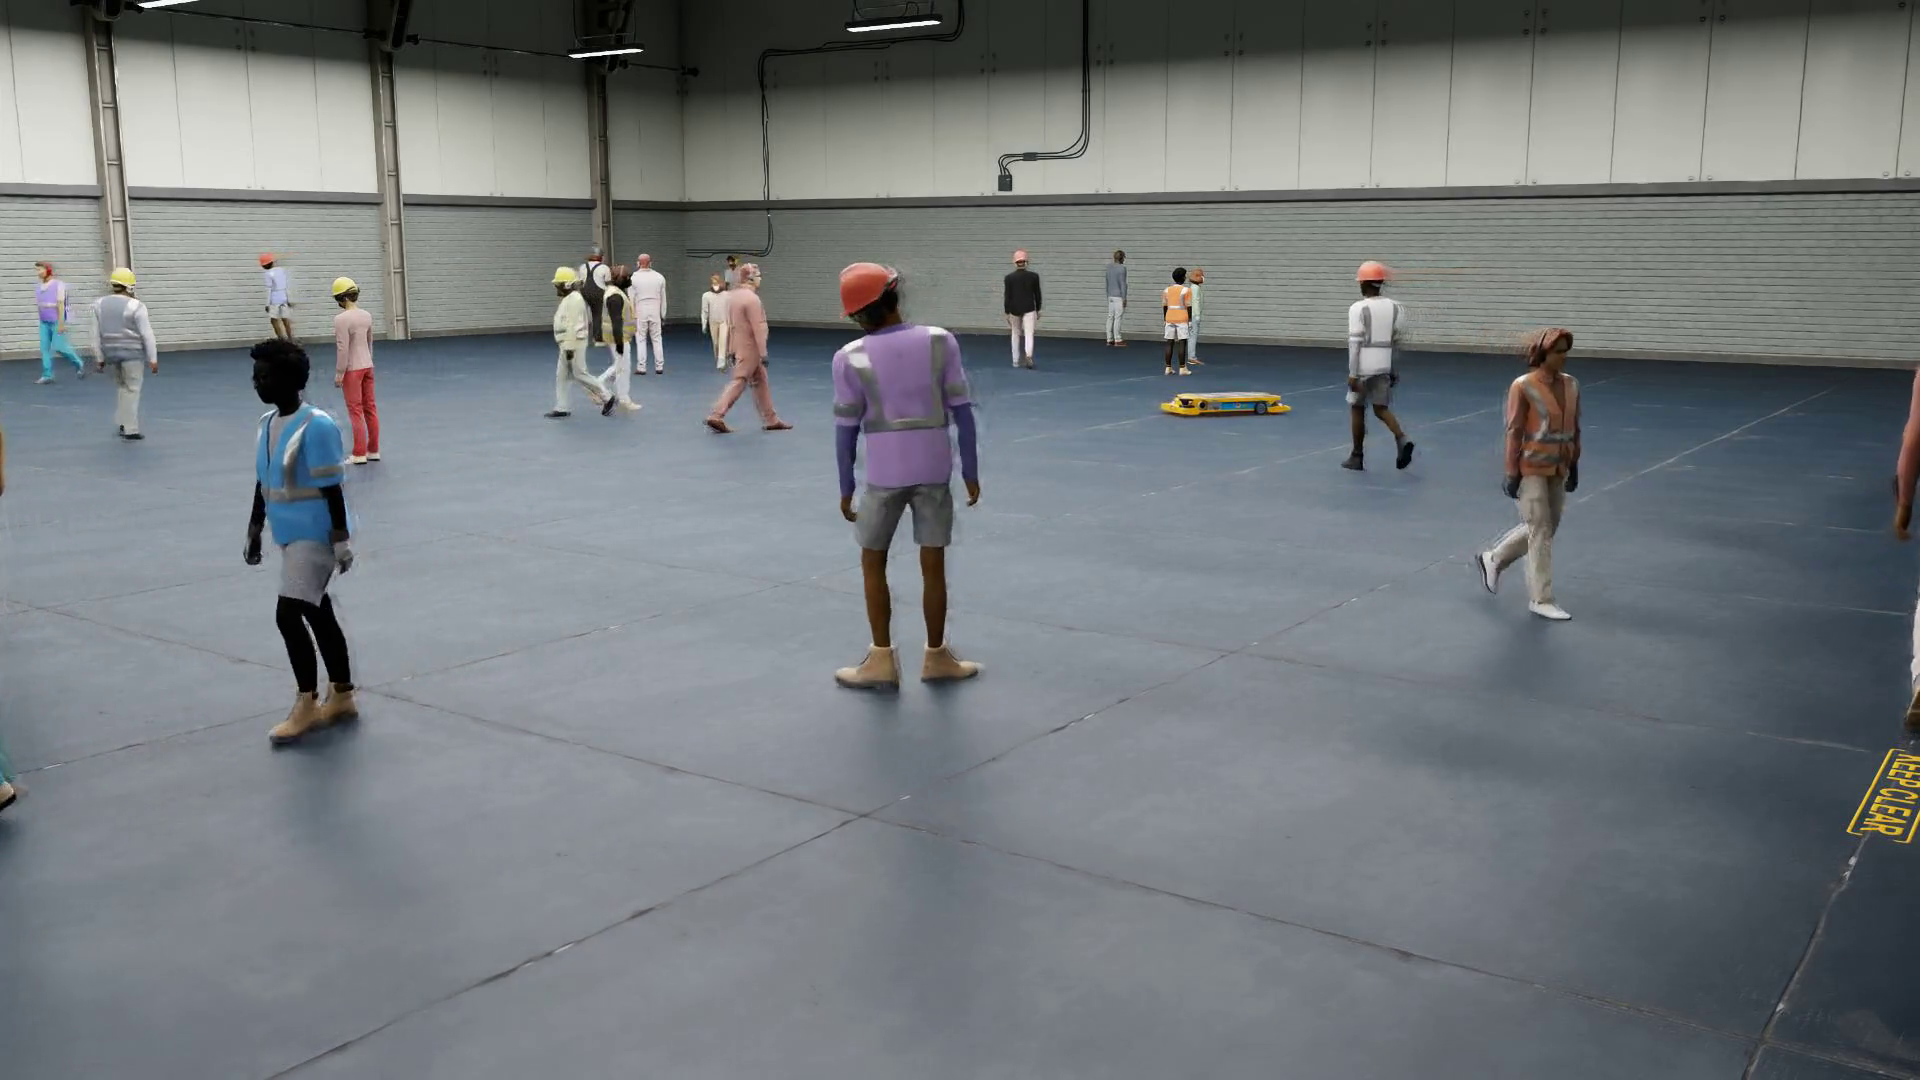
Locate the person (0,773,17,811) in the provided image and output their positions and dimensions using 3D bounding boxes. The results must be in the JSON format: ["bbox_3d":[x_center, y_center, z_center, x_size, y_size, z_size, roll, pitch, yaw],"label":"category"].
[{"bbox_3d":[-3.650,0.242,5.539,0.534,1.724,0.911,8,13,39],"label":"person"}]

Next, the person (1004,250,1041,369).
[{"bbox_3d":[1.045,-3.837,27.721,0.622,1.963,0.921,0,10,1],"label":"person"}]

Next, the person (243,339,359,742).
[{"bbox_3d":[-2.819,0.002,6.972,0.554,1.672,0.601,9,14,42],"label":"person"}]

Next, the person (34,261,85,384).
[{"bbox_3d":[-13.440,-3.230,24.691,0.585,1.824,0.686,4,11,21],"label":"person"}]

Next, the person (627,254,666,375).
[{"bbox_3d":[-4.981,-3.575,26.392,0.652,1.906,0.403,-6,12,-30],"label":"person"}]

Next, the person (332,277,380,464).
[{"bbox_3d":[-5.721,-1.587,15.677,0.327,1.760,0.523,2,10,13],"label":"person"}]

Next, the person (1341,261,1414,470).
[{"bbox_3d":[3.782,-1.557,15.057,0.552,1.922,0.726,-5,11,-24],"label":"person"}]

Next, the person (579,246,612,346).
[{"bbox_3d":[-7.283,-4.946,33.692,0.713,2.000,0.658,4,11,24],"label":"person"}]

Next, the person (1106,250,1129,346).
[{"bbox_3d":[3.173,-4.883,33.627,0.362,1.938,0.631,-5,11,-27],"label":"person"}]

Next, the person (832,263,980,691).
[{"bbox_3d":[-0.232,-0.290,7.790,0.726,1.991,0.388,-2,10,-10],"label":"person"}]

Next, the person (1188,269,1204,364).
[{"bbox_3d":[4.082,-3.860,28.741,0.286,1.636,0.499,0,10,1],"label":"person"}]

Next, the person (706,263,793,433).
[{"bbox_3d":[-2.351,-2.105,18.298,0.988,1.867,0.646,-4,11,-20],"label":"person"}]

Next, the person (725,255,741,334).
[{"bbox_3d":[-5.035,-5.491,37.434,0.525,1.791,0.984,3,11,18],"label":"person"}]

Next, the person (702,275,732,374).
[{"bbox_3d":[-3.904,-3.494,26.876,0.508,1.579,0.830,0,10,-2],"label":"person"}]

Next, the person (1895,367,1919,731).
[{"bbox_3d":[4.335,-0.156,7.106,0.623,1.965,0.927,7,12,35],"label":"person"}]

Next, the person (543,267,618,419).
[{"bbox_3d":[-4.517,-2.331,19.712,0.810,1.809,0.590,-5,11,-25],"label":"person"}]

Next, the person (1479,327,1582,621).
[{"bbox_3d":[3.229,-0.398,9.394,0.516,1.619,0.693,-6,12,-30],"label":"person"}]

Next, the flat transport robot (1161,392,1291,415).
[{"bbox_3d":[3.252,-1.678,20.339,1.431,0.197,0.652,-3,10,-16],"label":"flat transport robot"}]

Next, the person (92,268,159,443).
[{"bbox_3d":[-8.682,-1.929,17.406,0.626,1.814,0.515,2,10,10],"label":"person"}]

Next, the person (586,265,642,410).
[{"bbox_3d":[-4.310,-2.498,20.641,0.612,1.812,0.643,-1,10,-6],"label":"person"}]

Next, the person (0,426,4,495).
[{"bbox_3d":[-5.364,-0.396,8.864,0.508,1.819,0.822,-3,11,-18],"label":"person"}]

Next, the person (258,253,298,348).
[{"bbox_3d":[-13.318,-4.654,32.518,0.414,1.891,0.735,2,10,13],"label":"person"}]

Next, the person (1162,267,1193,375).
[{"bbox_3d":[3.440,-3.443,26.236,0.541,1.695,0.316,9,13,40],"label":"person"}]
